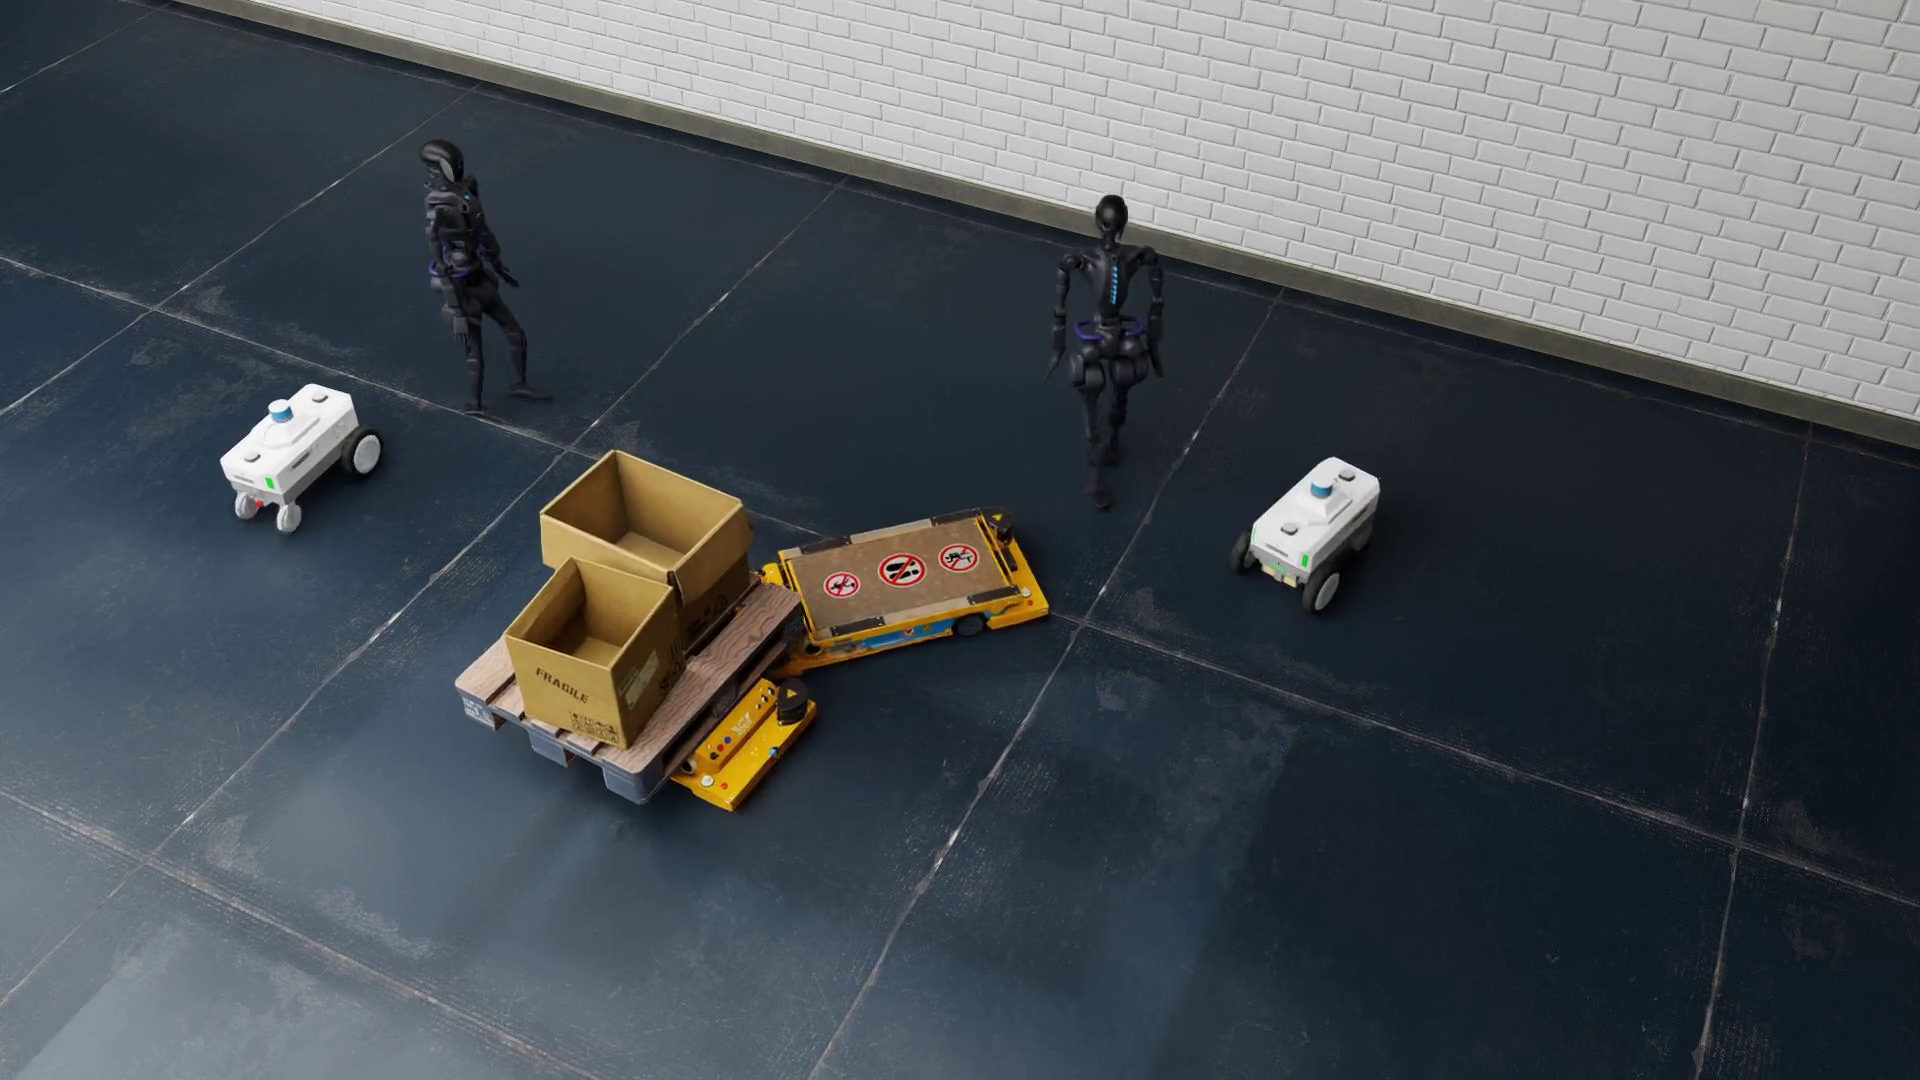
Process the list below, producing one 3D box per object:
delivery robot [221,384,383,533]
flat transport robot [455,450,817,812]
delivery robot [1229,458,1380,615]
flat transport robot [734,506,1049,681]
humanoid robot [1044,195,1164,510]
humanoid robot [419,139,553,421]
[{"bbox_3d":[-3.404,-0.467,8.556,0.499,0.606,0.794,16,45,17],"label":"delivery robot"},{"bbox_3d":[-1.420,0.671,7.531,1.431,0.231,0.659,22,47,22],"label":"flat transport robot"},{"bbox_3d":[1.727,-0.071,8.113,0.499,0.583,0.767,31,51,29],"label":"delivery robot"},{"bbox_3d":[-0.352,0.247,7.989,1.431,0.231,0.659,-13,44,-13],"label":"flat transport robot"},{"bbox_3d":[0.727,-0.934,8.250,0.610,1.648,0.574,-6,43,-7],"label":"humanoid robot"},{"bbox_3d":[-2.525,-1.319,8.644,0.427,1.646,0.591,7,43,7],"label":"humanoid robot"}]
